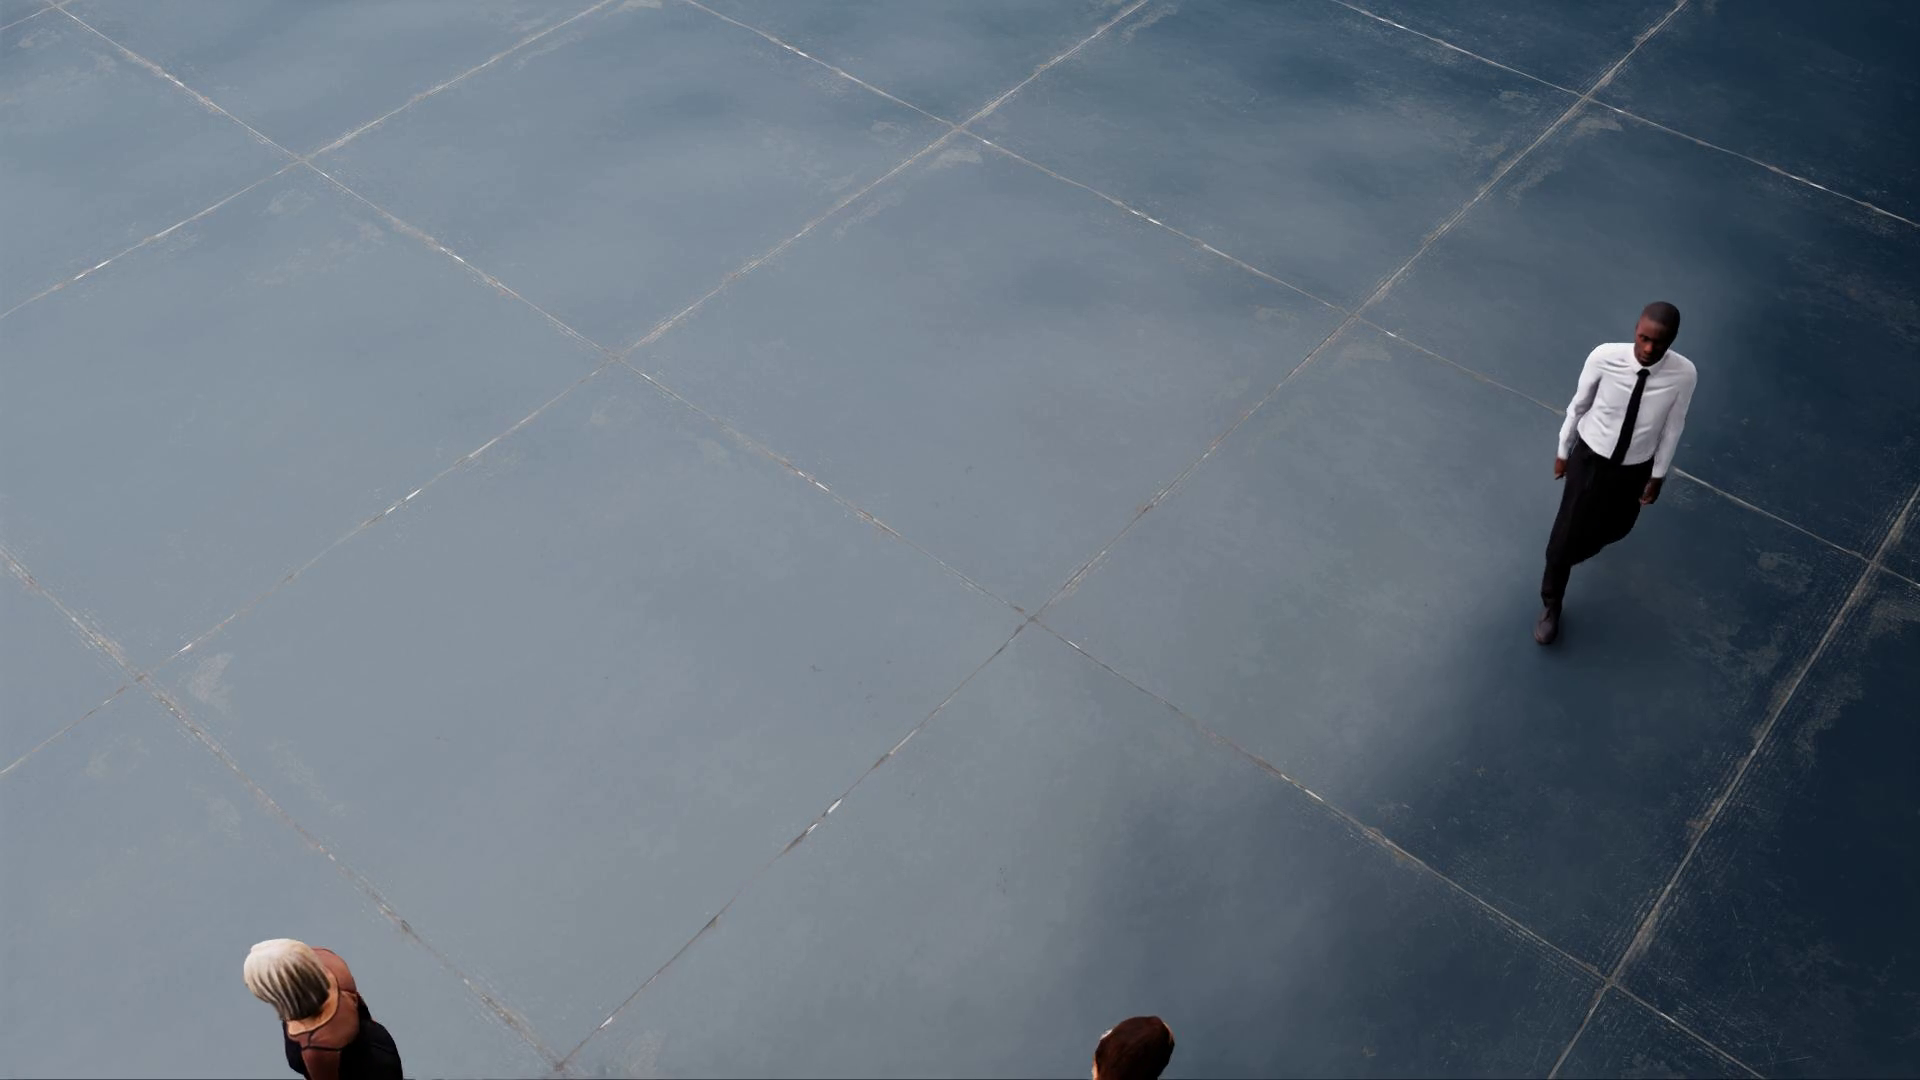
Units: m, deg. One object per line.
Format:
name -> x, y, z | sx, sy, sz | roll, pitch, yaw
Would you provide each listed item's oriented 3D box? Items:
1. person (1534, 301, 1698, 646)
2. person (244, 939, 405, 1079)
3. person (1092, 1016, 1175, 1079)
person -> 2.974, -0.384, 7.567 | 0.924, 1.813, 1.194 | 14, 49, 13
person -> -1.937, 1.791, 5.611 | 0.909, 1.731, 0.828 | -13, 49, -12
person -> 0.556, 2.000, 5.587 | 0.654, 1.483, 0.641 | -14, 49, -12
